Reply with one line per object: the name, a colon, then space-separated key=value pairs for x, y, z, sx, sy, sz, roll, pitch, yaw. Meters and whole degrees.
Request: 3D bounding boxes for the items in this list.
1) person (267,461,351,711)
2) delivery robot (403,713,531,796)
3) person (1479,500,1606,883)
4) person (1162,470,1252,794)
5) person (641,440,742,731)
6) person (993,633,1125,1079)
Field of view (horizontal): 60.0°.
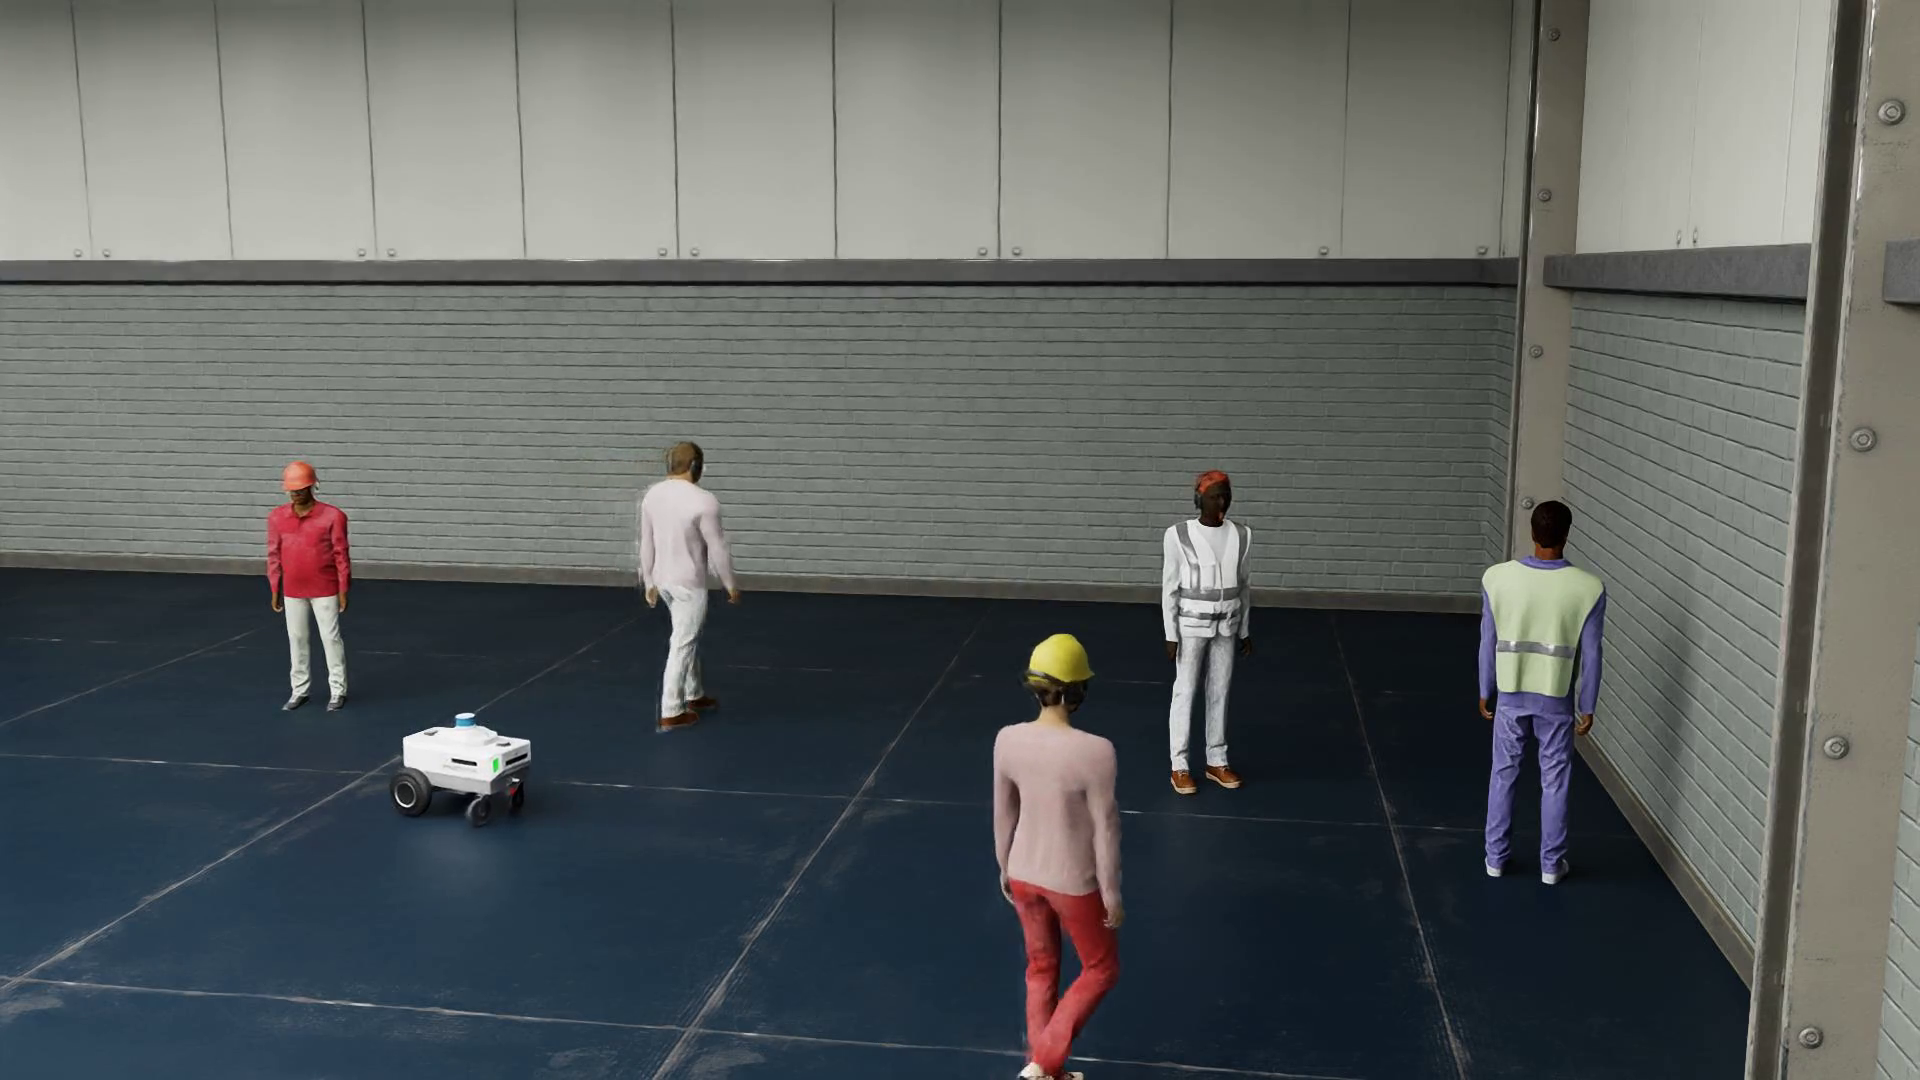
person: x=-4.482 y=0.319 z=11.445 sx=0.571 sy=1.743 sz=0.351 roll=0 pitch=9 yaw=1
delivery robot: x=-2.754 y=1.212 z=9.301 sx=0.707 sy=0.478 sz=0.477 roll=4 pitch=10 yaw=24
person: x=2.863 y=0.758 z=8.242 sx=0.582 sy=1.911 sz=0.395 roll=4 pitch=10 yaw=24
person: x=1.447 y=0.531 z=9.706 sx=0.575 sy=1.885 sz=0.355 roll=-4 pitch=10 yaw=-21
person: x=-1.759 y=0.290 z=11.108 sx=0.627 sy=1.905 sz=0.781 roll=8 pitch=12 yaw=40
person: x=0.329 y=1.206 z=5.917 sx=0.553 sy=1.751 sz=0.427 roll=7 pitch=12 yaw=38
